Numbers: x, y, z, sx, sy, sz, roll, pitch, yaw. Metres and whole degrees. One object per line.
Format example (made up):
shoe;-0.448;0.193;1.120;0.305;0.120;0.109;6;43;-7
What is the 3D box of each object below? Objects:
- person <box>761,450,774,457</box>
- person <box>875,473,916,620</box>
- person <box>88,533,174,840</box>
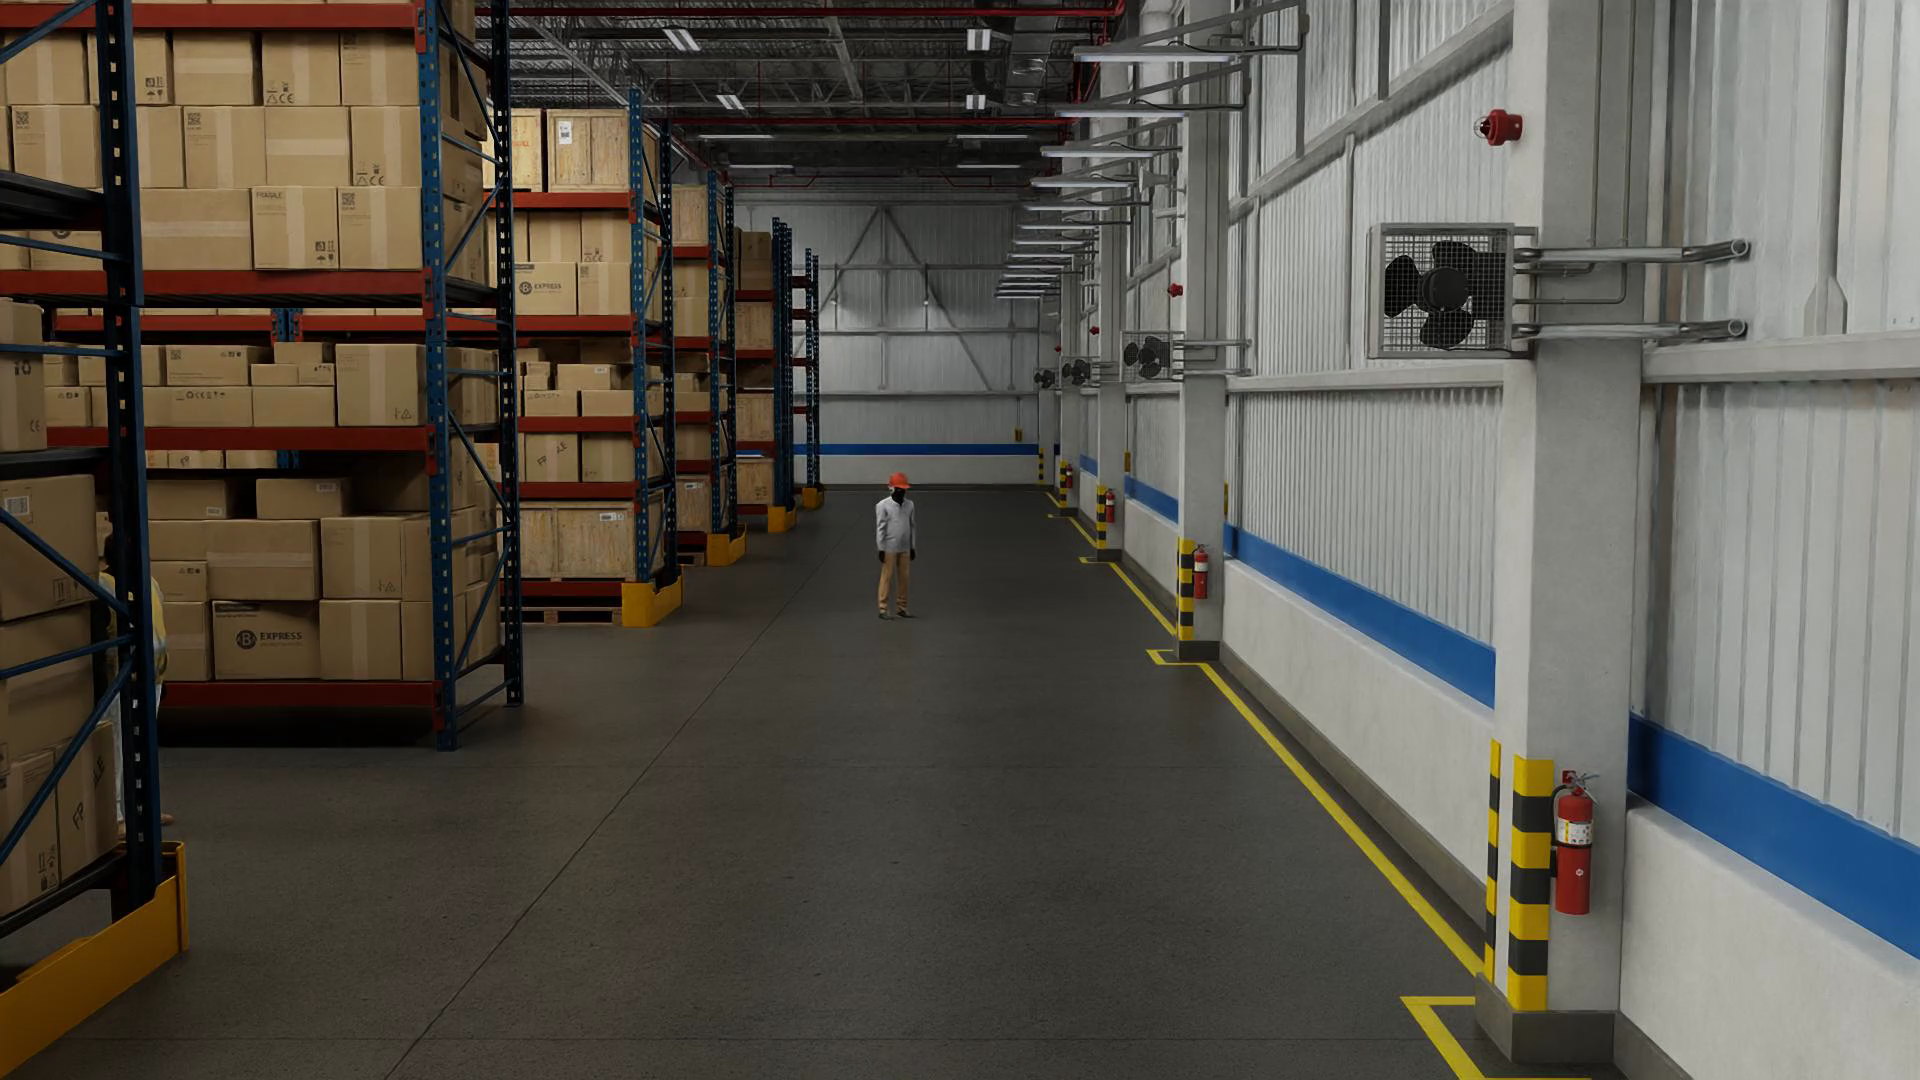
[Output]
person;-4.932;-1.904;41.798;0.766;1.882;0.677;0;5;5
person;-0.734;0.075;19.600;0.567;1.742;0.352;-4;6;-40
person;-4.979;0.852;9.975;0.429;1.841;0.633;1;5;9
